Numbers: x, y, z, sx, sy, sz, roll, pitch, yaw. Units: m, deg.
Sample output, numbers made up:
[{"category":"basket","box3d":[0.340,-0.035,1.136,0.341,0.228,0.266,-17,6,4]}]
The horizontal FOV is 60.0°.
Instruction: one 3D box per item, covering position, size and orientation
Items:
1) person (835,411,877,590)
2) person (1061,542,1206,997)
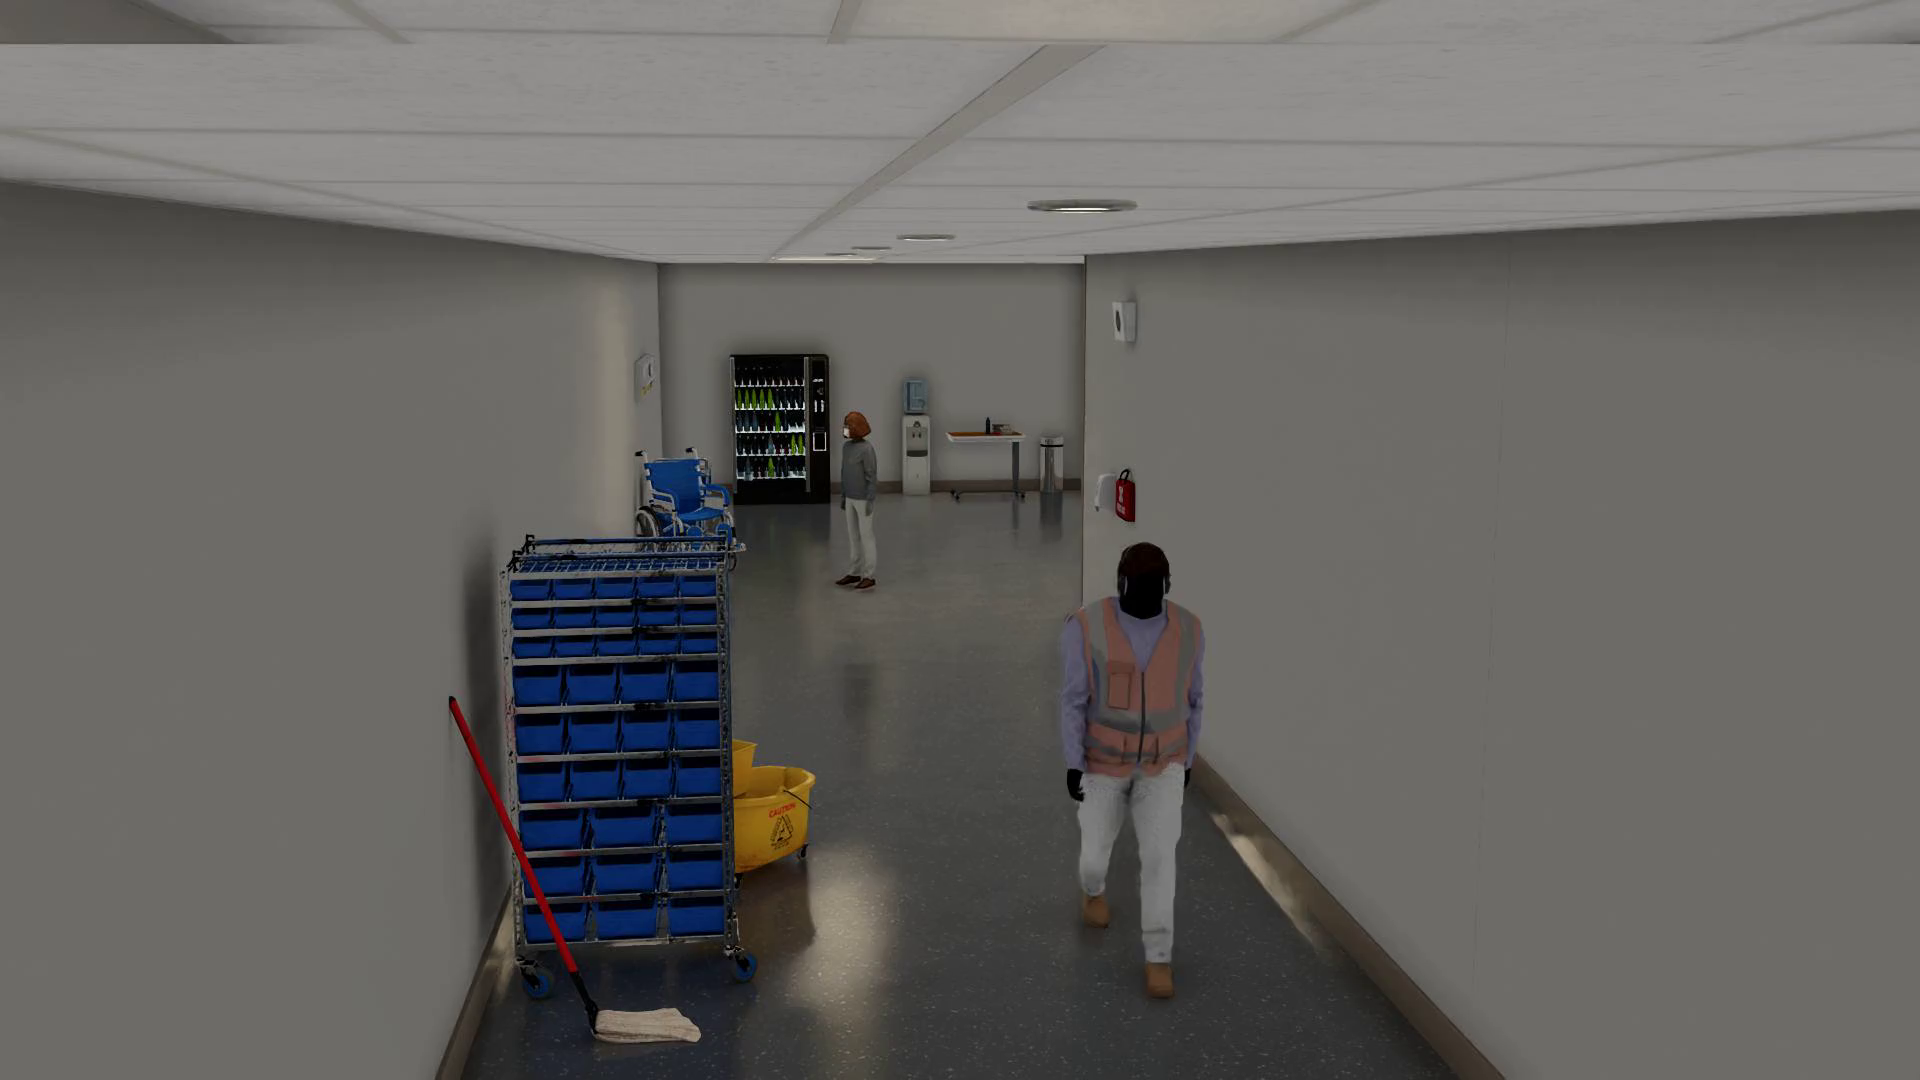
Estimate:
[{"category":"person","box3d":[-0.941,-0.364,15.258,0.286,1.634,0.500,-6,11,-34]},{"category":"person","box3d":[0.714,0.882,6.977,0.617,1.810,0.947,0,9,-3]}]
